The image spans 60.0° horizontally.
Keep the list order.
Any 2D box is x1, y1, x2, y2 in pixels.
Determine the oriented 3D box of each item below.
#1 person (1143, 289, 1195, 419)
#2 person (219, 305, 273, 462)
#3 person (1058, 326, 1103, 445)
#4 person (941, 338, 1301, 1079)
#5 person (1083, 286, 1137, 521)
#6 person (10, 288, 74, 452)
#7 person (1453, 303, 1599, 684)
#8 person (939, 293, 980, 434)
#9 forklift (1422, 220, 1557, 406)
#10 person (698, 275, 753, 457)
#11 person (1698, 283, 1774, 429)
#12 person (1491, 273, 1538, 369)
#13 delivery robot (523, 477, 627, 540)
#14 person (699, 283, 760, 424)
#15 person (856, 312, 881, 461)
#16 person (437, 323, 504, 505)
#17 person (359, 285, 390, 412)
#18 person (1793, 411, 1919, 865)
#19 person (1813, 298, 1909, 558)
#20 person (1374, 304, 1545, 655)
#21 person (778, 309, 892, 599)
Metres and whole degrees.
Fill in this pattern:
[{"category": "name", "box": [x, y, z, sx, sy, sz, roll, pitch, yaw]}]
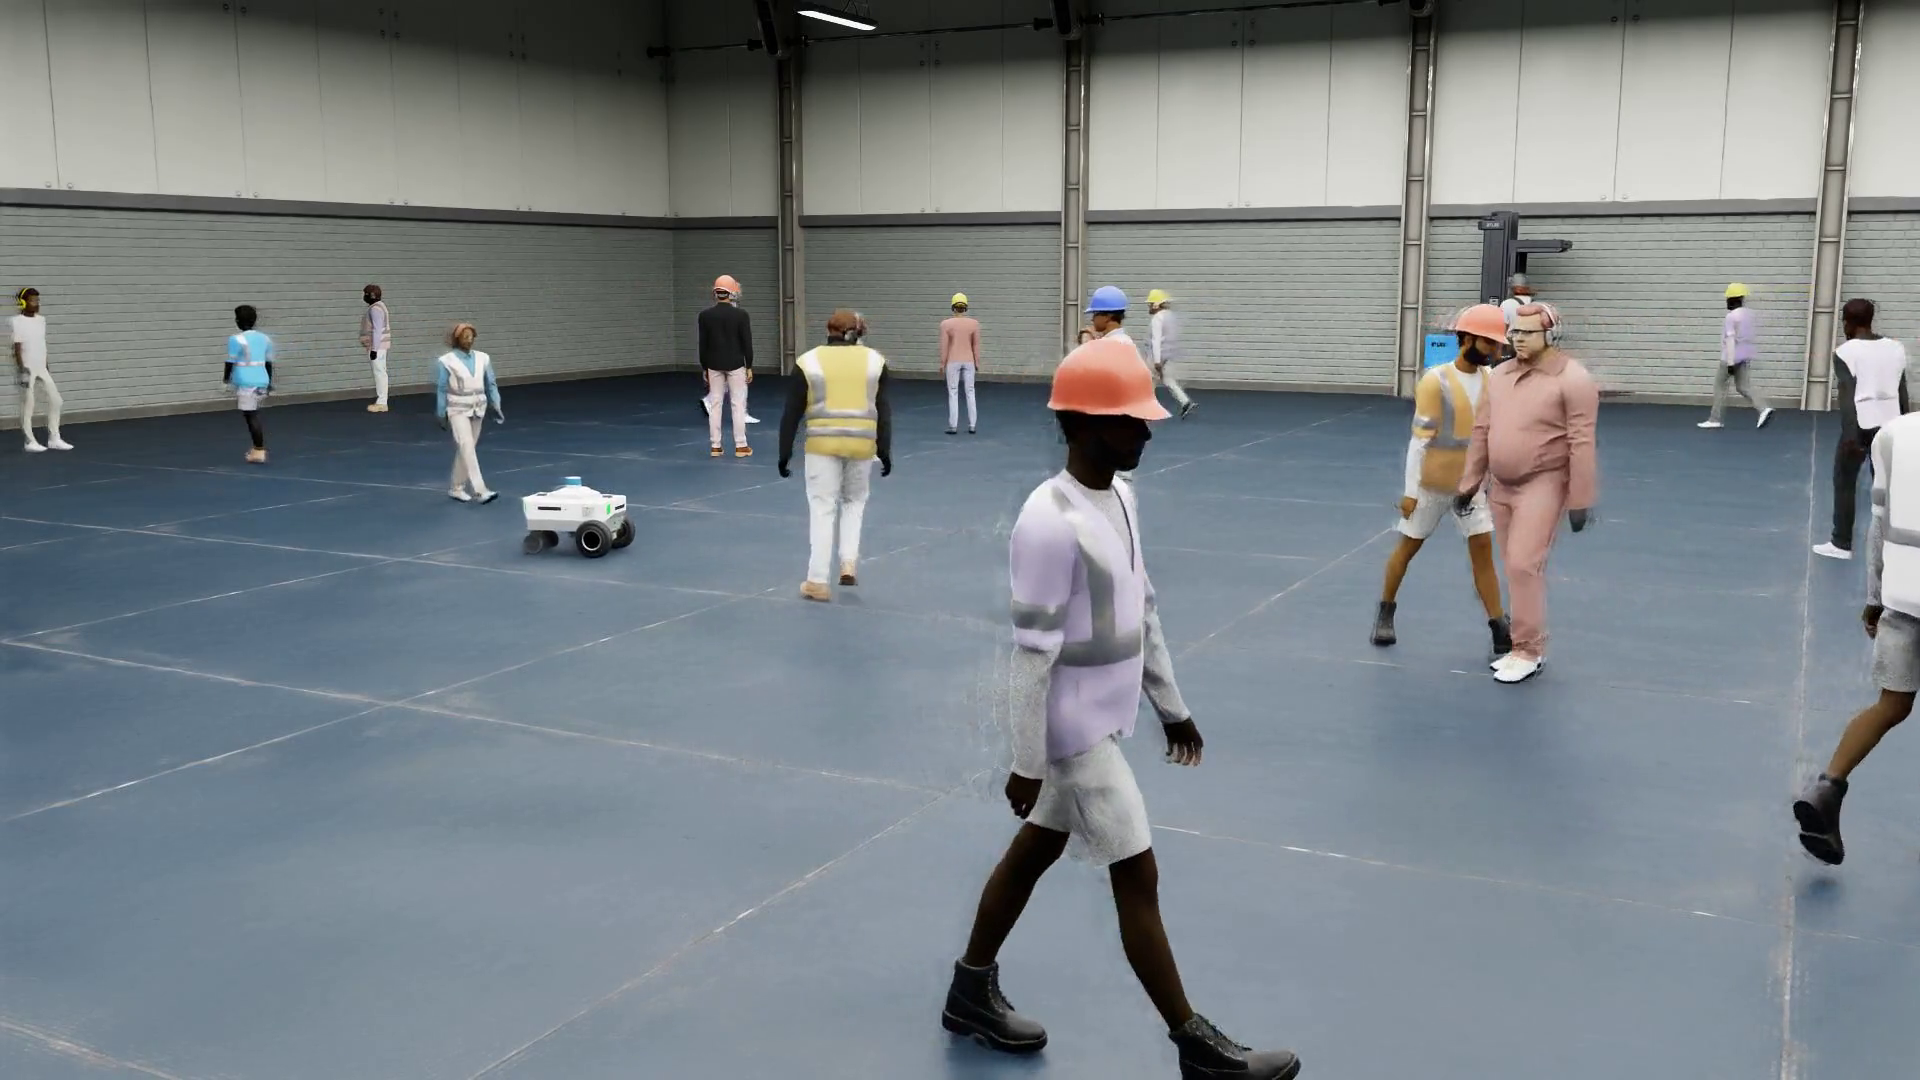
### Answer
[{"category": "person", "box": [2.798, -2.544, 22.858, 0.834, 1.803, 0.595, 5, 10, 28]}, {"category": "person", "box": [-7.697, -1.677, 17.881, 0.548, 1.679, 0.541, 3, 10, 18]}, {"category": "person", "box": [0.985, -0.847, 12.934, 0.536, 1.610, 0.679, 8, 12, 42]}, {"category": "person", "box": [0.360, 0.443, 4.169, 0.996, 1.884, 0.547, 3, 10, 19]}, {"category": "person", "box": [1.037, -0.755, 11.416, 0.438, 1.938, 0.642, 2, 9, 10]}, {"category": "person", "box": [-10.394, -1.914, 18.802, 0.689, 1.844, 0.571, 2, 10, 15]}, {"category": "person", "box": [2.771, -0.237, 8.363, 0.679, 1.887, 0.657, -4, 10, -24]}, {"category": "person", "box": [-0.008, -2.223, 20.975, 0.533, 1.767, 0.327, -3, 10, -17]}, {"category": "forklift", "box": [8.245, -3.527, 25.720, 1.873, 2.768, 1.129, 5, 10, 27]}, {"category": "person", "box": [-2.581, -1.922, 18.411, 0.612, 1.995, 0.378, 1, 9, 9]}, {"category": "person", "box": [10.084, -2.375, 21.518, 0.589, 1.903, 0.857, -6, 11, -34]}, {"category": "person", "box": [7.631, -2.655, 22.925, 0.693, 2.000, 0.539, -4, 10, -23]}, {"category": "delivery robot", "box": [-2.823, -0.221, 12.192, 0.707, 0.478, 0.477, 2, 9, 12]}, {"category": "person", "box": [-3.091, -2.496, 22.290, 0.709, 1.887, 0.650, -3, 10, -20]}, {"category": "person", "box": [-1.176, -1.649, 17.893, 0.679, 1.614, 0.506, -1, 9, -8]}, {"category": "person", "box": [-4.288, -1.098, 14.595, 0.893, 1.583, 0.514, 7, 12, 38]}, {"category": "person", "box": [-8.562, -2.809, 24.355, 0.429, 1.844, 0.627, -3, 10, -15]}, {"category": "person", "box": [3.267, 0.195, 5.628, 0.823, 1.912, 0.551, -4, 10, -23]}, {"category": "person", "box": [6.463, -0.762, 11.673, 0.618, 1.872, 0.868, -3, 10, -16]}, {"category": "person", "box": [2.656, -0.320, 8.905, 0.644, 1.858, 1.014, -5, 10, -27]}, {"category": "person", "box": [-0.796, -0.549, 10.526, 0.726, 1.806, 0.469, -3, 10, -15]}]
